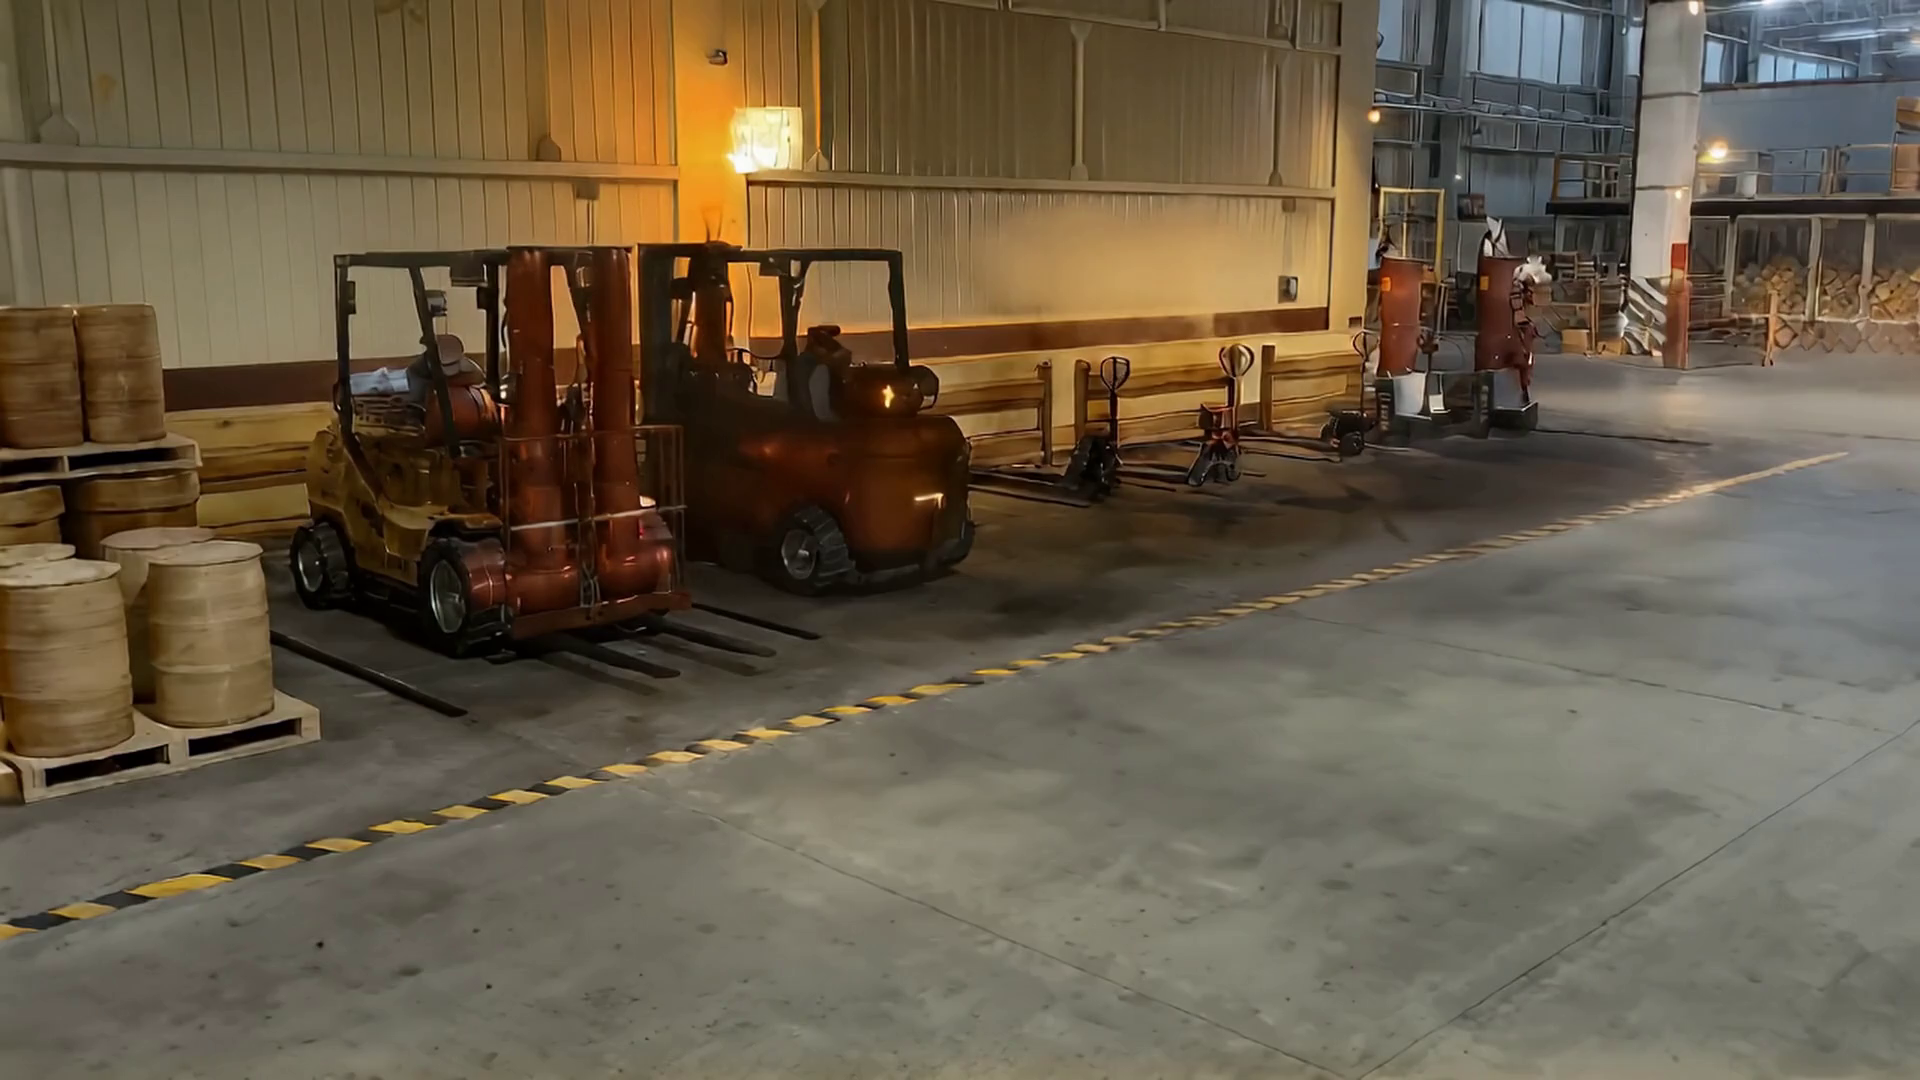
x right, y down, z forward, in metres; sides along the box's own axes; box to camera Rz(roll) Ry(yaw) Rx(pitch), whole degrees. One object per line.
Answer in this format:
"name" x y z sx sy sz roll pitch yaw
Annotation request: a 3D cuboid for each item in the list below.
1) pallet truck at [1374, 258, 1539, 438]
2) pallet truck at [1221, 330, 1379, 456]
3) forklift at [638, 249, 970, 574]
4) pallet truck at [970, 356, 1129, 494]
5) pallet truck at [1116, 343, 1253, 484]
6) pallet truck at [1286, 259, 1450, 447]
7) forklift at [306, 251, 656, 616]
"pallet truck" 5.704 -2.208 18.901 1.885 1.965 0.823 10 14 43
"pallet truck" 3.563 -1.581 17.381 0.653 1.274 1.630 -10 14 -44
"forklift" -1.173 -0.958 11.239 2.680 1.987 1.157 10 14 43
"pallet truck" 0.784 -1.085 14.876 0.680 1.201 1.601 -10 14 -44
"pallet truck" 1.962 -1.215 15.415 1.522 1.261 0.704 10 14 43
"pallet truck" 4.493 -2.078 18.196 0.823 1.965 1.885 -9 14 -40
"forklift" -2.833 -0.669 9.694 1.157 1.987 2.680 -10 14 -44
